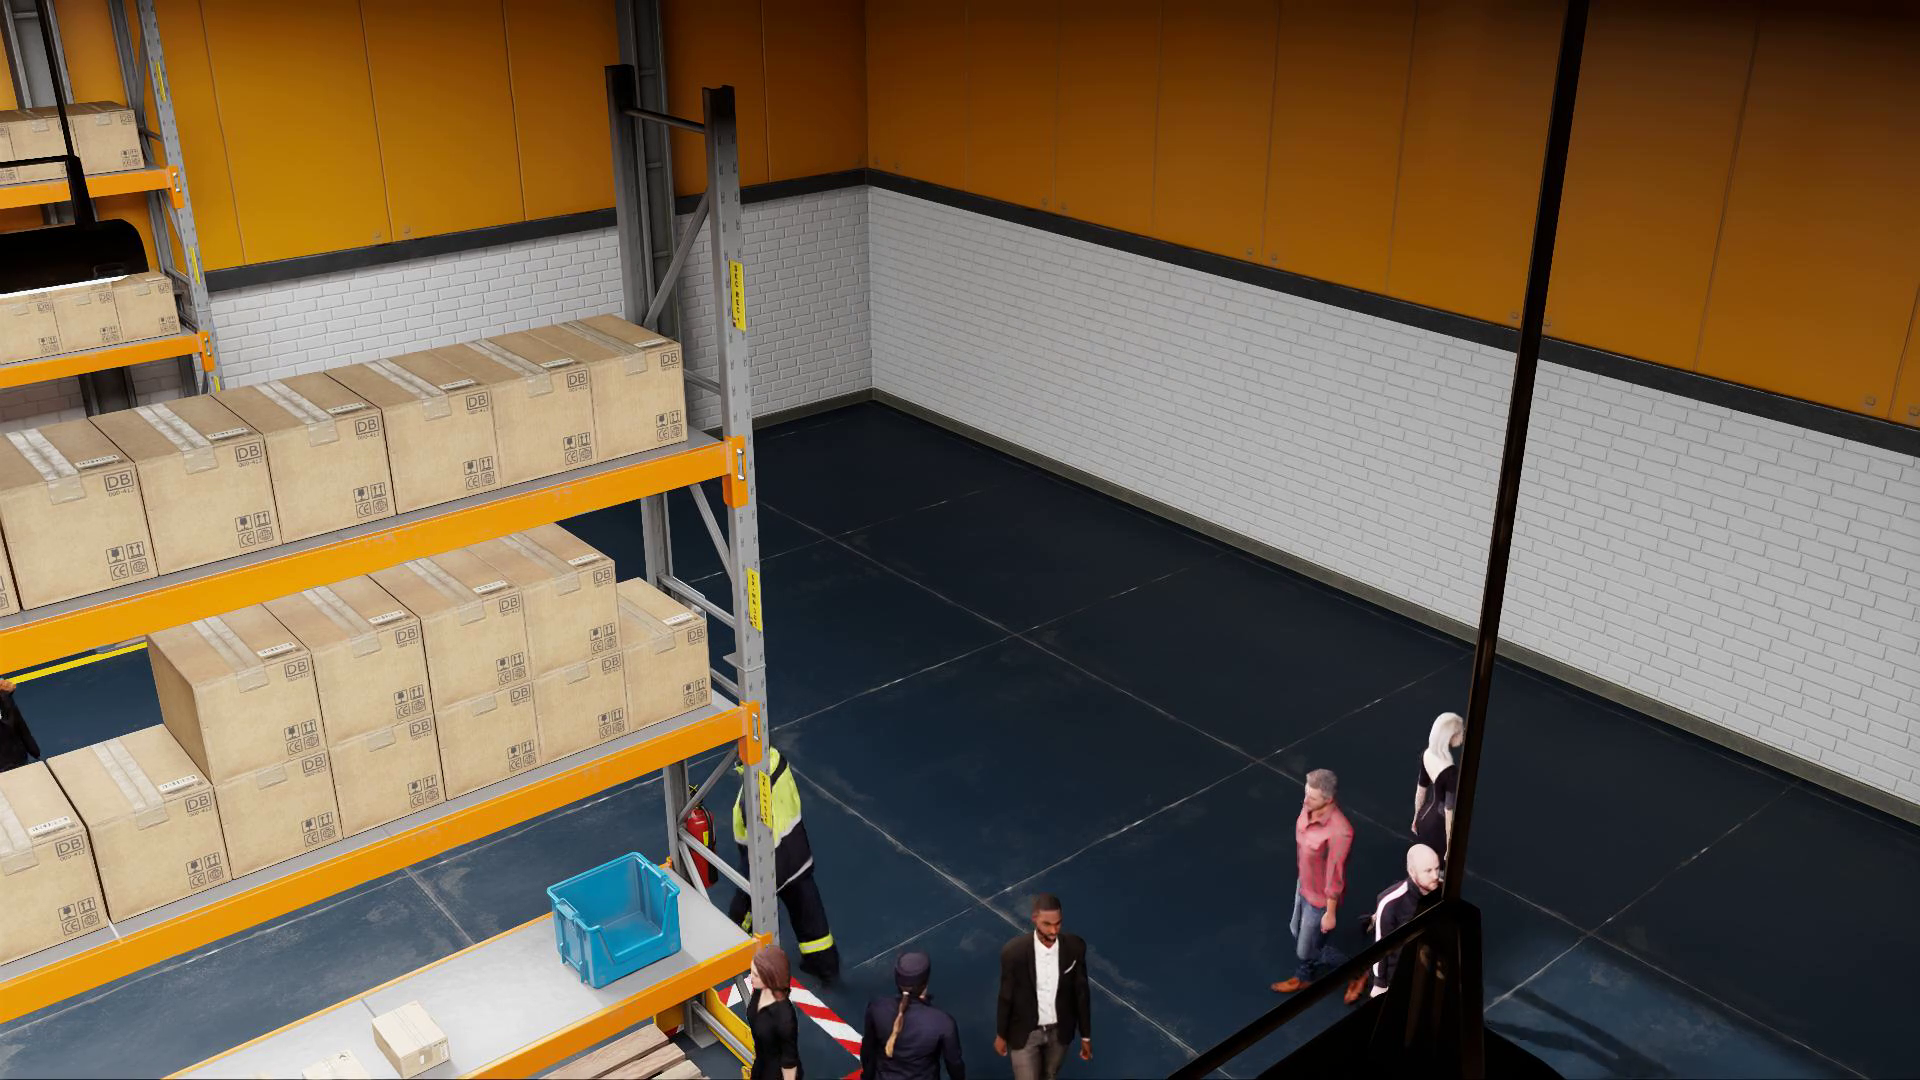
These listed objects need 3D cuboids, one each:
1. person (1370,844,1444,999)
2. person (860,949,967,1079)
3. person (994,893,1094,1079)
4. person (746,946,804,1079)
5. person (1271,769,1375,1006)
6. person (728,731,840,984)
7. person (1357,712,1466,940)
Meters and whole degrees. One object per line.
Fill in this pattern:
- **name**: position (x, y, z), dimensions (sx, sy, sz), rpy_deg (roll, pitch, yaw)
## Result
- **person**: position (2.594, 2.552, 9.701), dimensions (0.586, 1.837, 0.773), rpy_deg (-12, 26, -25)
- **person**: position (-0.307, 2.992, 8.919), dimensions (0.849, 1.658, 0.869), rpy_deg (9, 25, 19)
- **person**: position (0.423, 2.715, 9.384), dimensions (0.729, 1.793, 0.847), rpy_deg (-7, 25, -16)
- **person**: position (-0.923, 2.896, 9.100), dimensions (0.868, 1.689, 0.718), rpy_deg (-11, 26, -23)
- **person**: position (2.353, 2.218, 10.500), dimensions (1.006, 1.810, 0.939), rpy_deg (-2, 24, -4)
- **person**: position (-1.130, 2.057, 10.734), dimensions (1.212, 1.917, 1.304), rpy_deg (11, 26, 24)
- **person**: position (3.065, 1.980, 11.047), dimensions (1.100, 1.808, 0.880), rpy_deg (-6, 24, -14)
